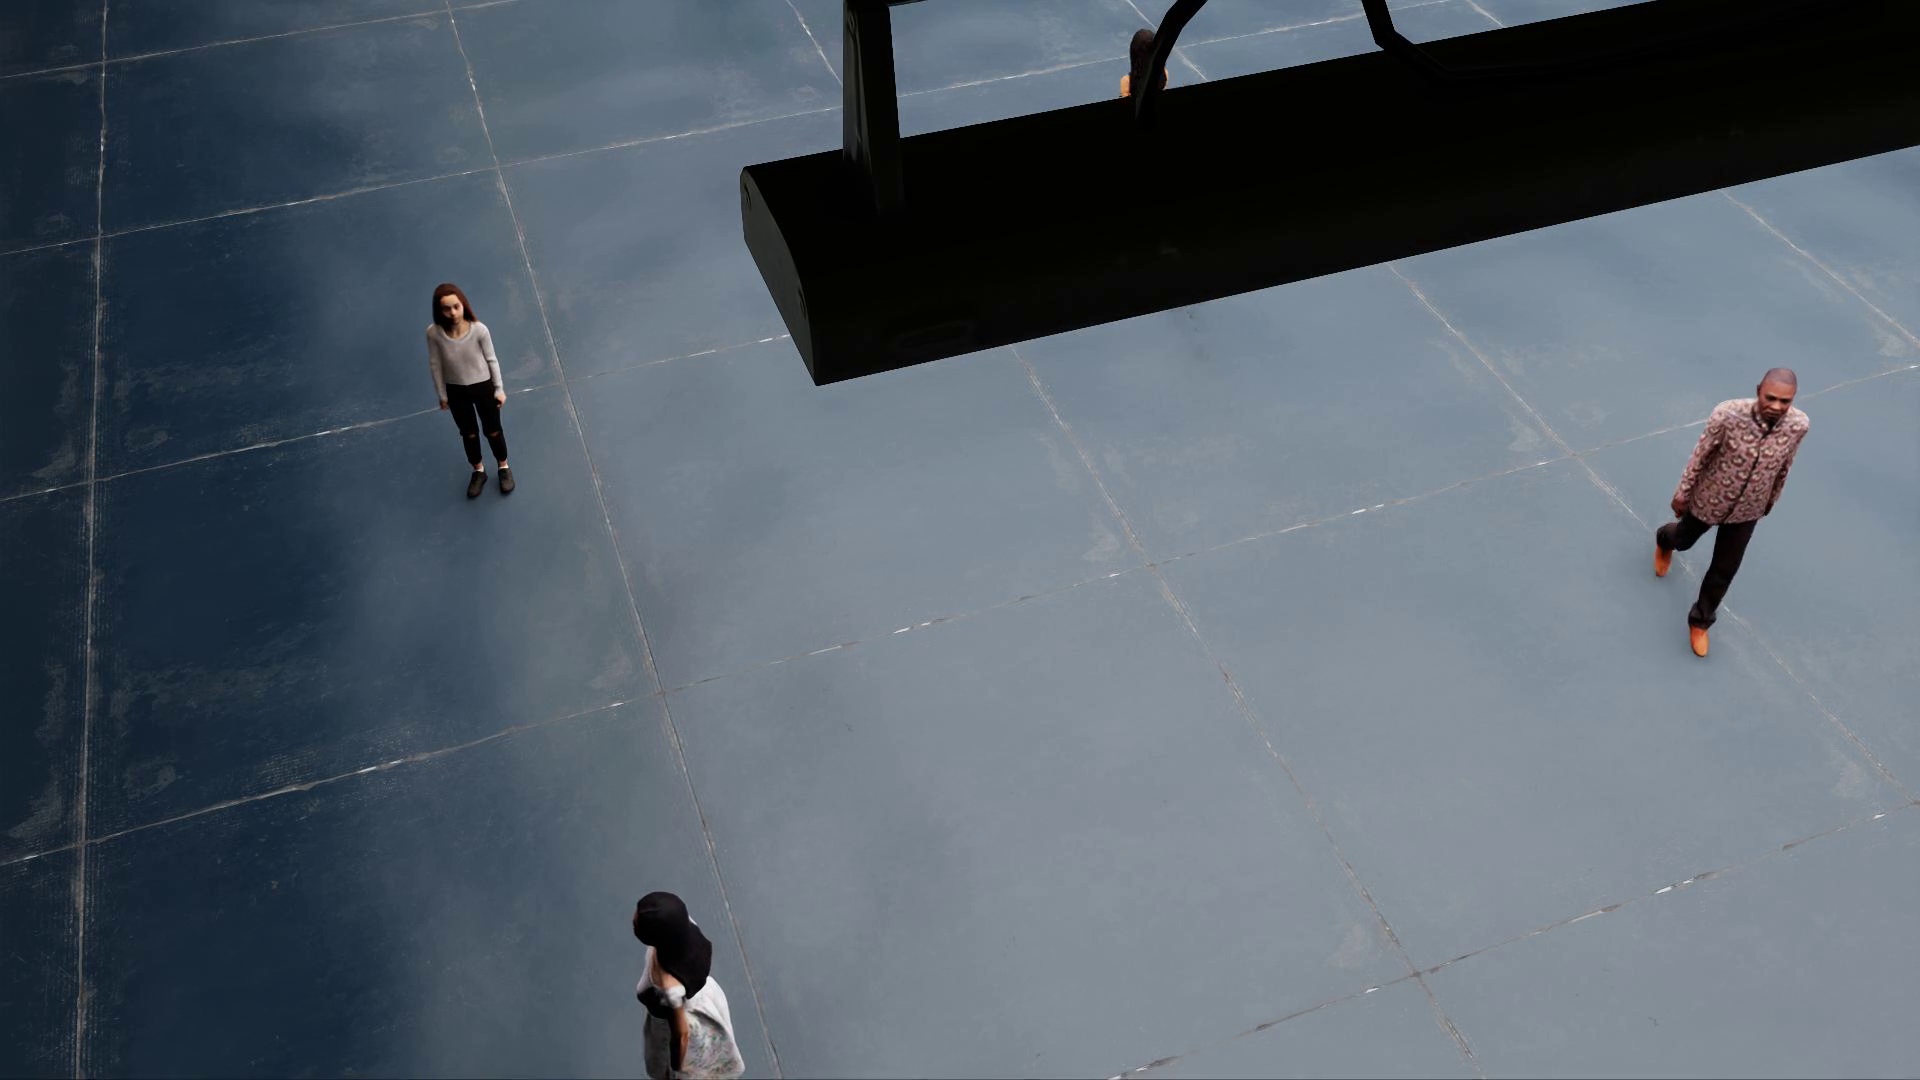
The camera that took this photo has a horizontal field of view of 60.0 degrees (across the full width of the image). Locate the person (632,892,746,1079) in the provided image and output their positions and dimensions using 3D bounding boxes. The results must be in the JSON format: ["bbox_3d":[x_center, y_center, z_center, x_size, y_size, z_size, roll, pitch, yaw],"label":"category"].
[{"bbox_3d":[-1.105,1.982,6.729,0.807,1.774,0.704,1,43,1],"label":"person"}]

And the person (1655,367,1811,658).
[{"bbox_3d":[4.214,-0.292,9.151,1.074,1.792,1.241,9,44,10],"label":"person"}]

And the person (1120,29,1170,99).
[{"bbox_3d":[1.353,-2.844,12.021,0.625,1.606,1.058,-10,44,-11],"label":"person"}]

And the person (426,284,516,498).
[{"bbox_3d":[-2.955,-0.913,10.042,0.587,1.484,0.550,-6,43,-6],"label":"person"}]
